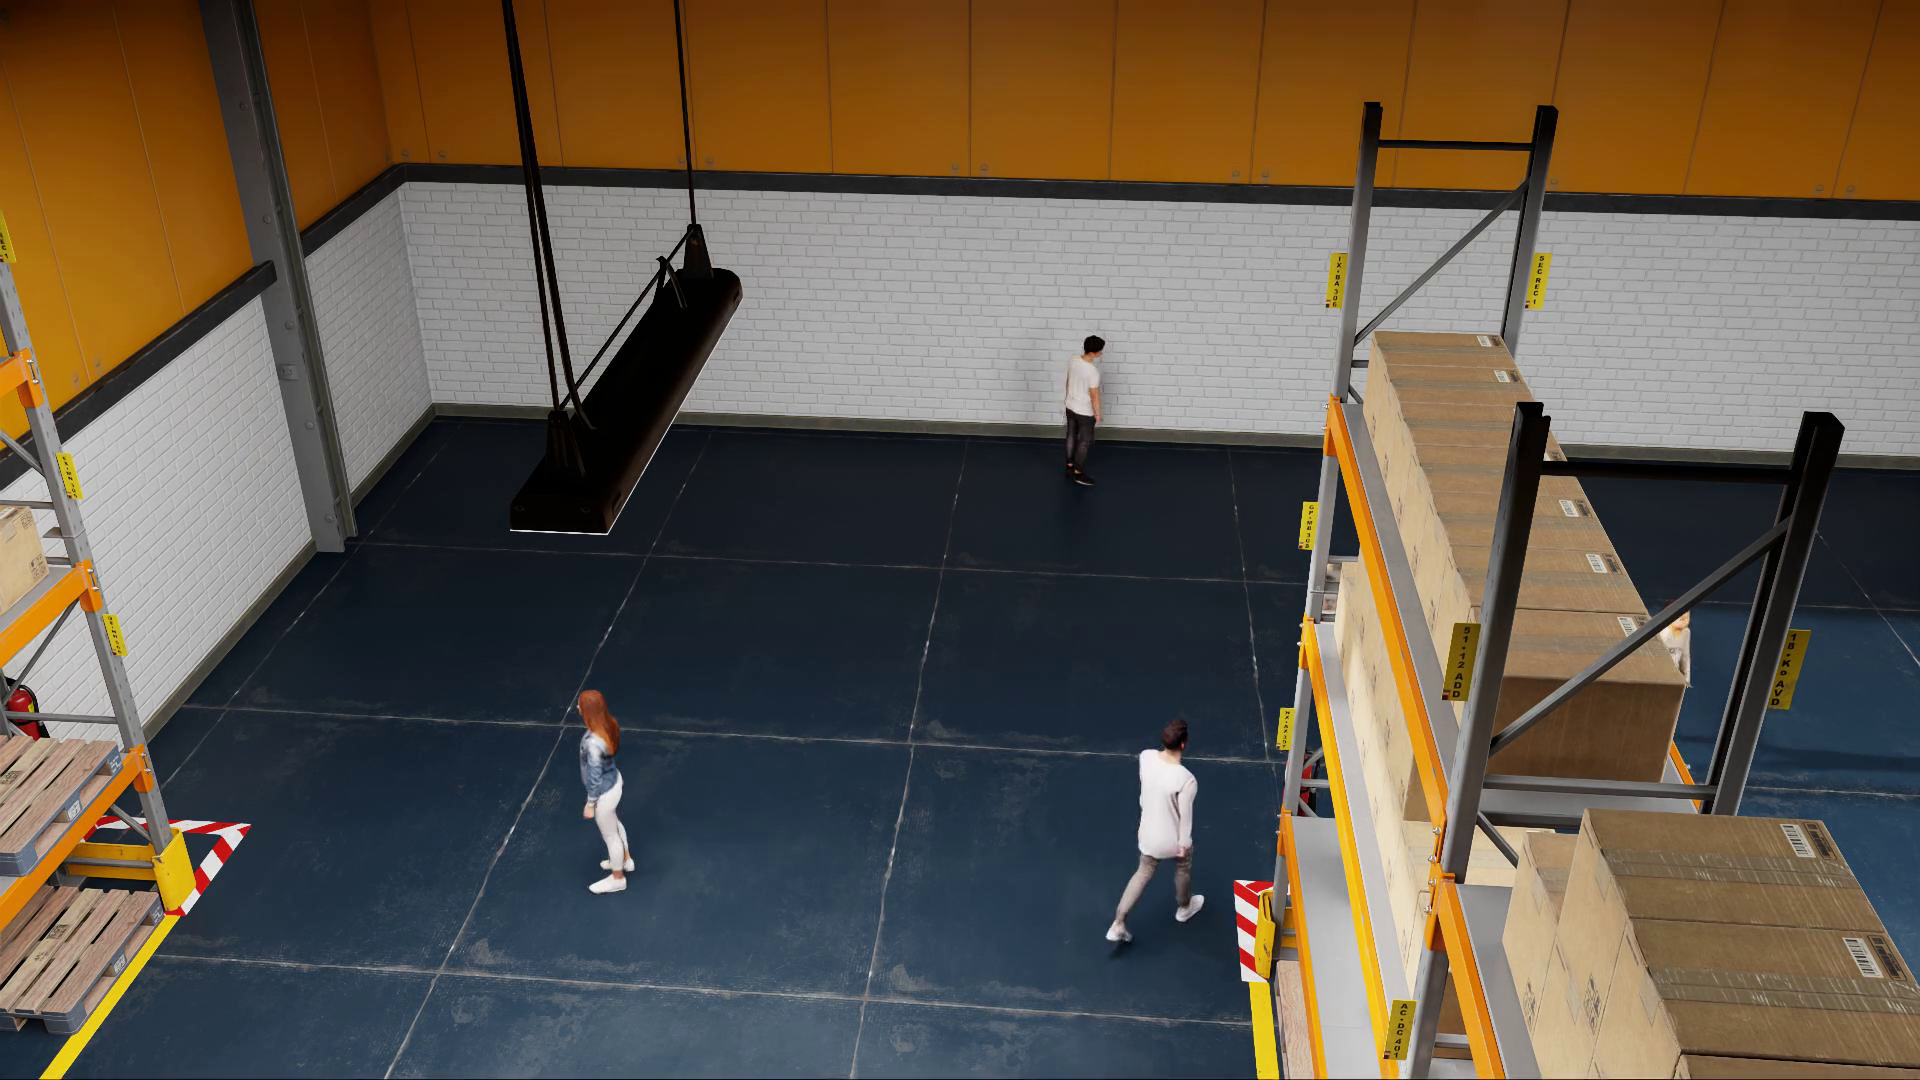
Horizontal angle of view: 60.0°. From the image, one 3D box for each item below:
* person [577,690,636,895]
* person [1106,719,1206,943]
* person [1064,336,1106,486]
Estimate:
[{"bbox_3d":[-2.540,1.808,12.055,0.708,1.703,0.524,-1,29,-2],"label":"person"},{"bbox_3d":[1.359,2.043,11.514,1.142,1.809,1.243,25,38,38],"label":"person"},{"bbox_3d":[1.277,-1.469,18.075,0.753,1.692,0.856,22,36,35],"label":"person"}]
